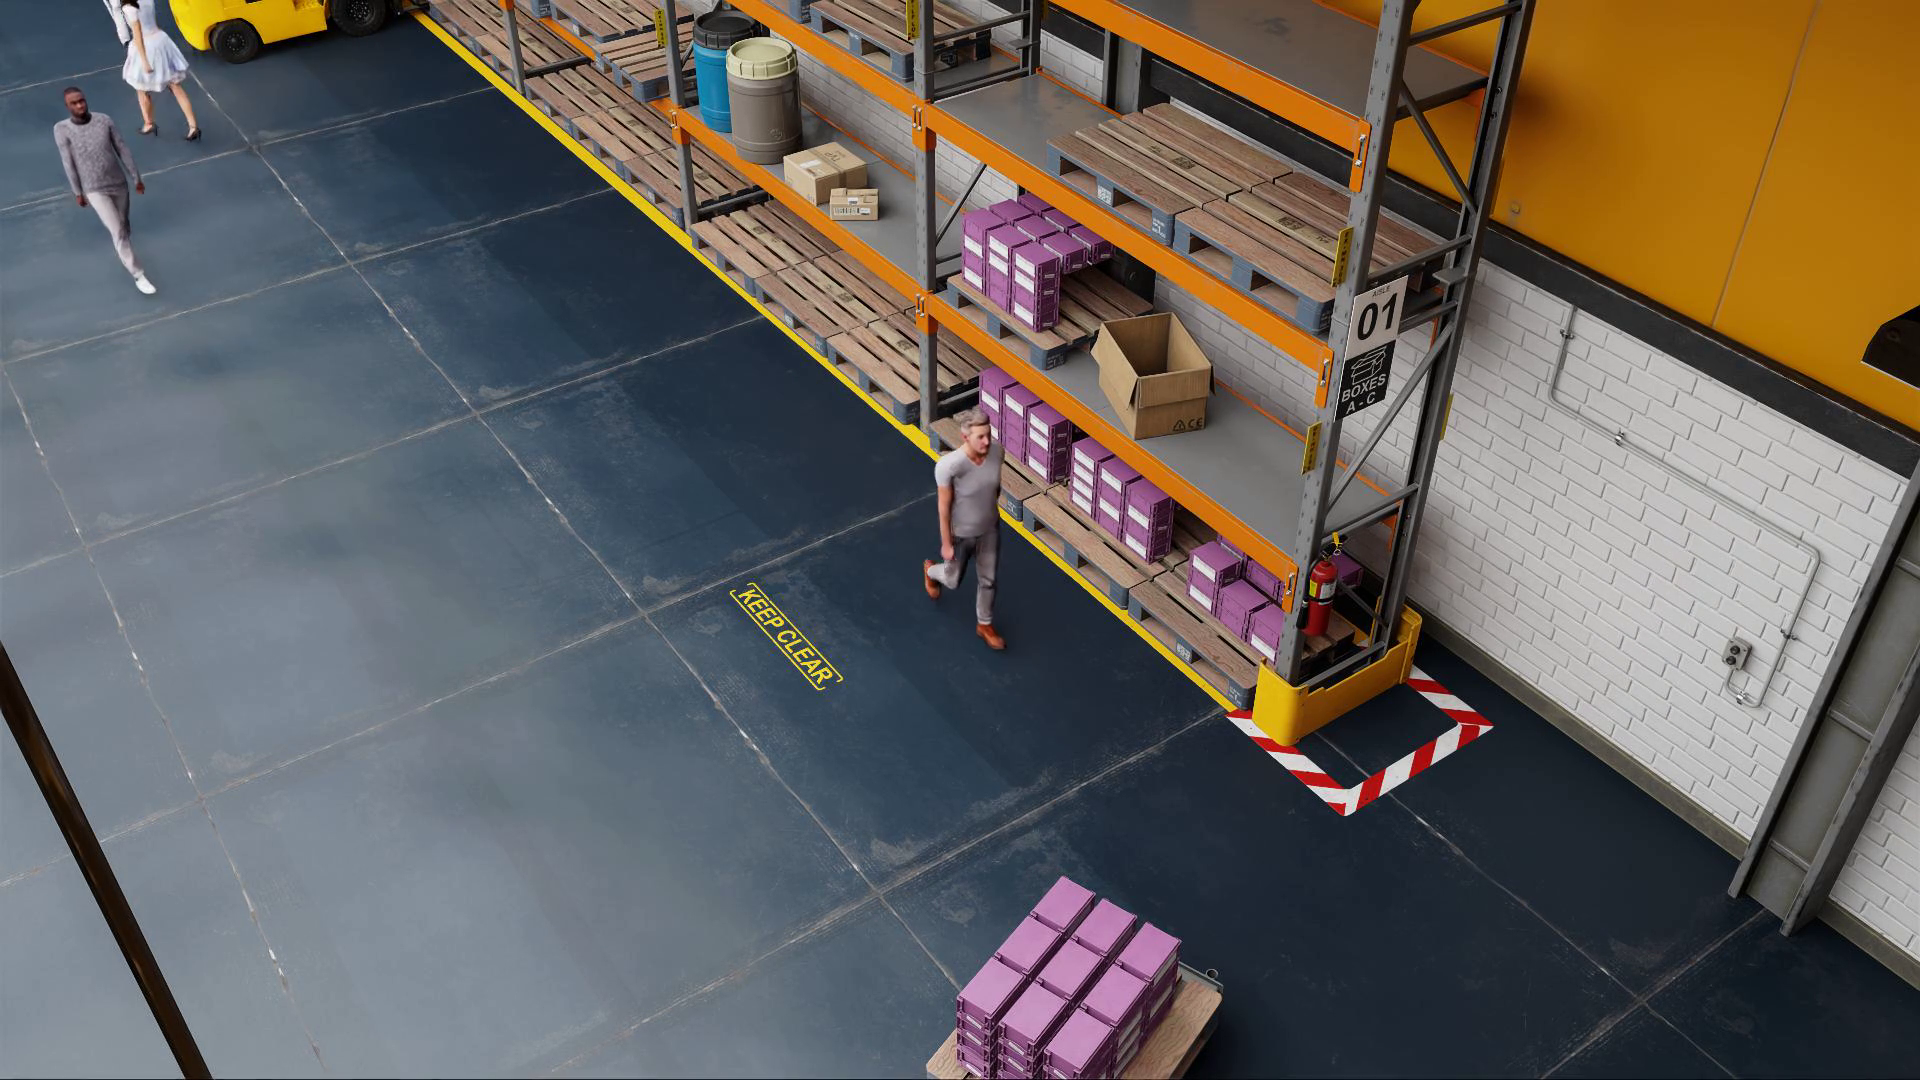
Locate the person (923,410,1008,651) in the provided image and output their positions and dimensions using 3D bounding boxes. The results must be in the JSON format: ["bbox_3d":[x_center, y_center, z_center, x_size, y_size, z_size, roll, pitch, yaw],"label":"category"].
[{"bbox_3d":[0.016,-0.123,10.878,0.711,1.809,1.030,-23,44,-26],"label":"person"}]

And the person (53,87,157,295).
[{"bbox_3d":[-7.544,-3.134,14.649,0.798,1.808,1.194,-29,47,-31],"label":"person"}]

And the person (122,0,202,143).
[{"bbox_3d":[-8.052,-4.856,16.825,1.102,1.783,1.006,10,40,12],"label":"person"}]
